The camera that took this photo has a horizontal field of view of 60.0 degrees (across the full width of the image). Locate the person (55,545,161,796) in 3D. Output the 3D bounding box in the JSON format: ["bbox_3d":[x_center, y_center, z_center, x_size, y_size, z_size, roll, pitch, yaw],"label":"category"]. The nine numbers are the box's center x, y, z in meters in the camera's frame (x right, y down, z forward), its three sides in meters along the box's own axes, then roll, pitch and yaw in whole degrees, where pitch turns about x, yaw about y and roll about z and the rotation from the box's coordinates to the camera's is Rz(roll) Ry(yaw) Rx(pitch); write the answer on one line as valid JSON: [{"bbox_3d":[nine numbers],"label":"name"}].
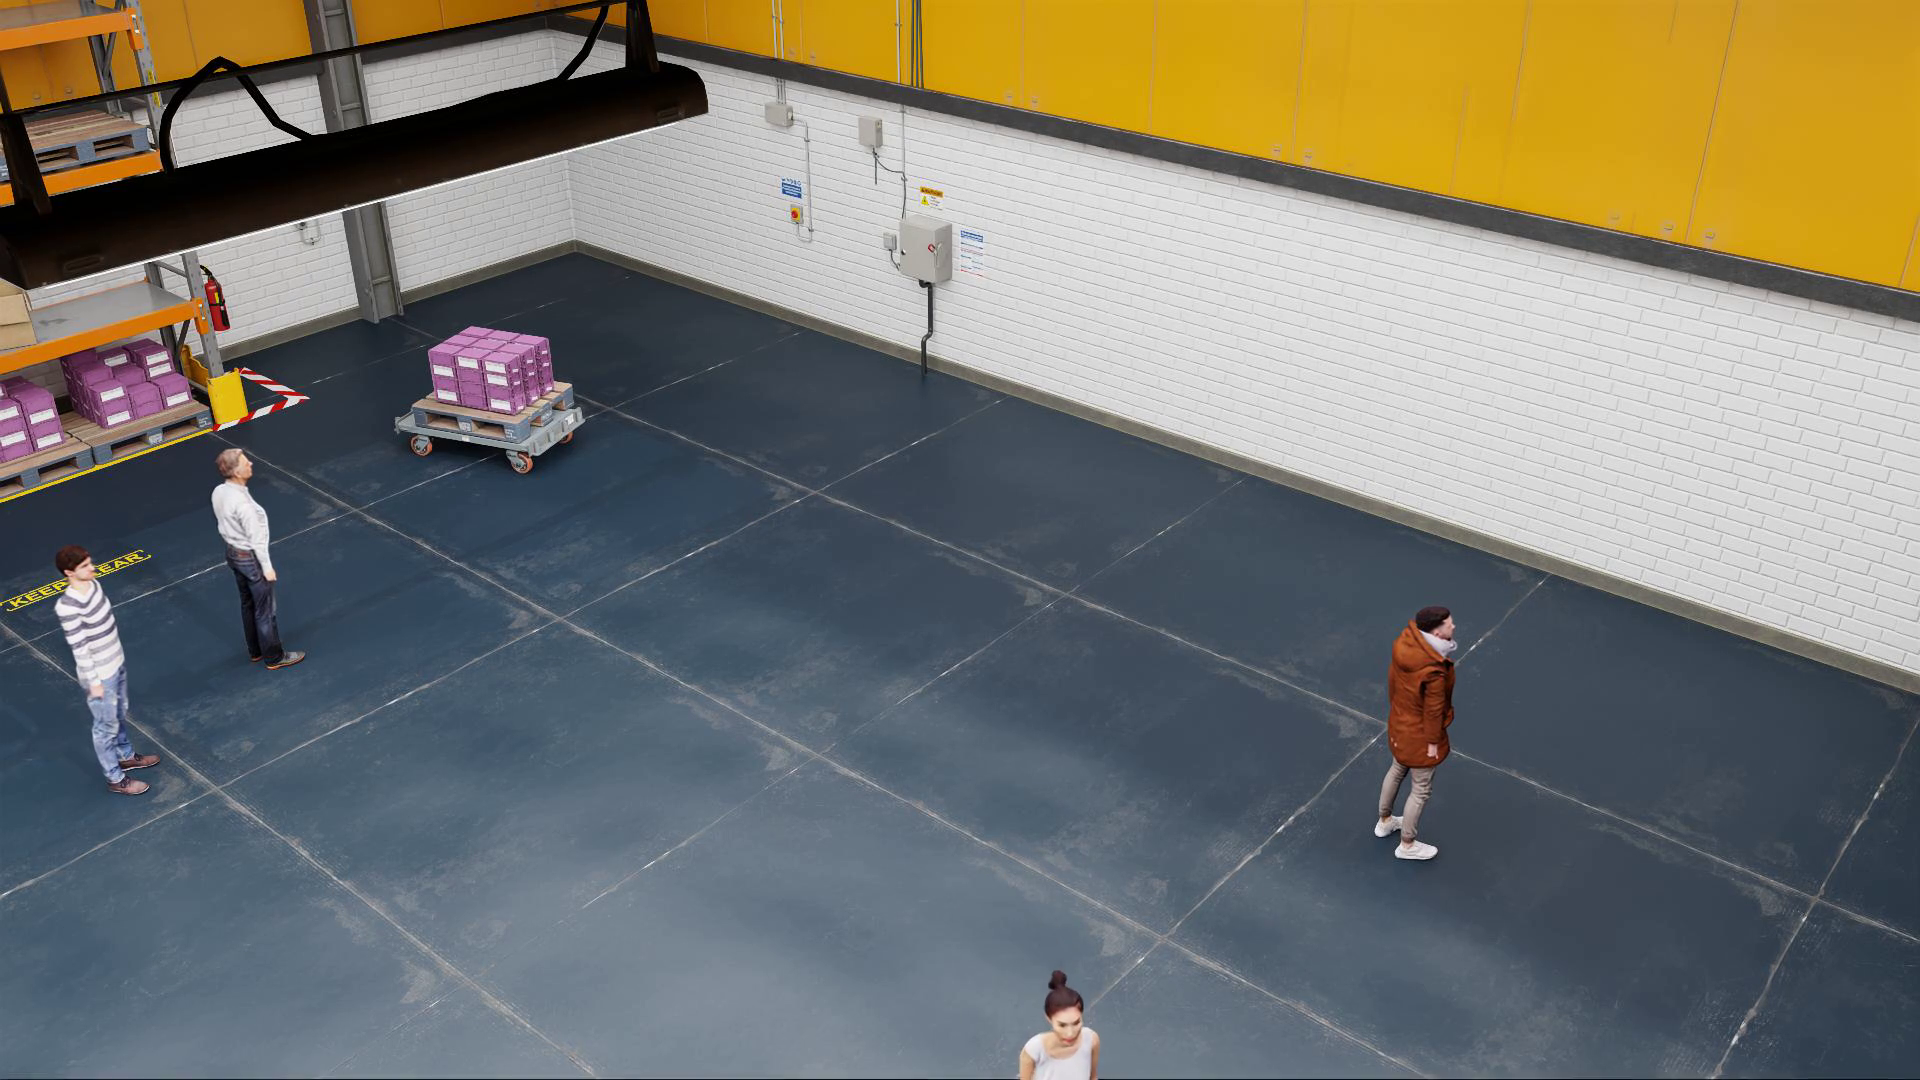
[{"bbox_3d":[-5.886,0.859,11.368,0.770,1.854,0.711,-3,29,-5],"label":"person"}]

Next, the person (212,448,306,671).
[{"bbox_3d":[-5.442,0.130,12.742,0.646,1.818,0.533,22,36,35],"label":"person"}]

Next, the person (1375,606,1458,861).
[{"bbox_3d":[2.947,1.219,10.726,0.895,1.837,0.856,-8,30,-14],"label":"person"}]

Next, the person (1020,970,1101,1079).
[{"bbox_3d":[0.450,2.770,8.134,0.765,1.596,0.818,-5,29,-9],"label":"person"}]
